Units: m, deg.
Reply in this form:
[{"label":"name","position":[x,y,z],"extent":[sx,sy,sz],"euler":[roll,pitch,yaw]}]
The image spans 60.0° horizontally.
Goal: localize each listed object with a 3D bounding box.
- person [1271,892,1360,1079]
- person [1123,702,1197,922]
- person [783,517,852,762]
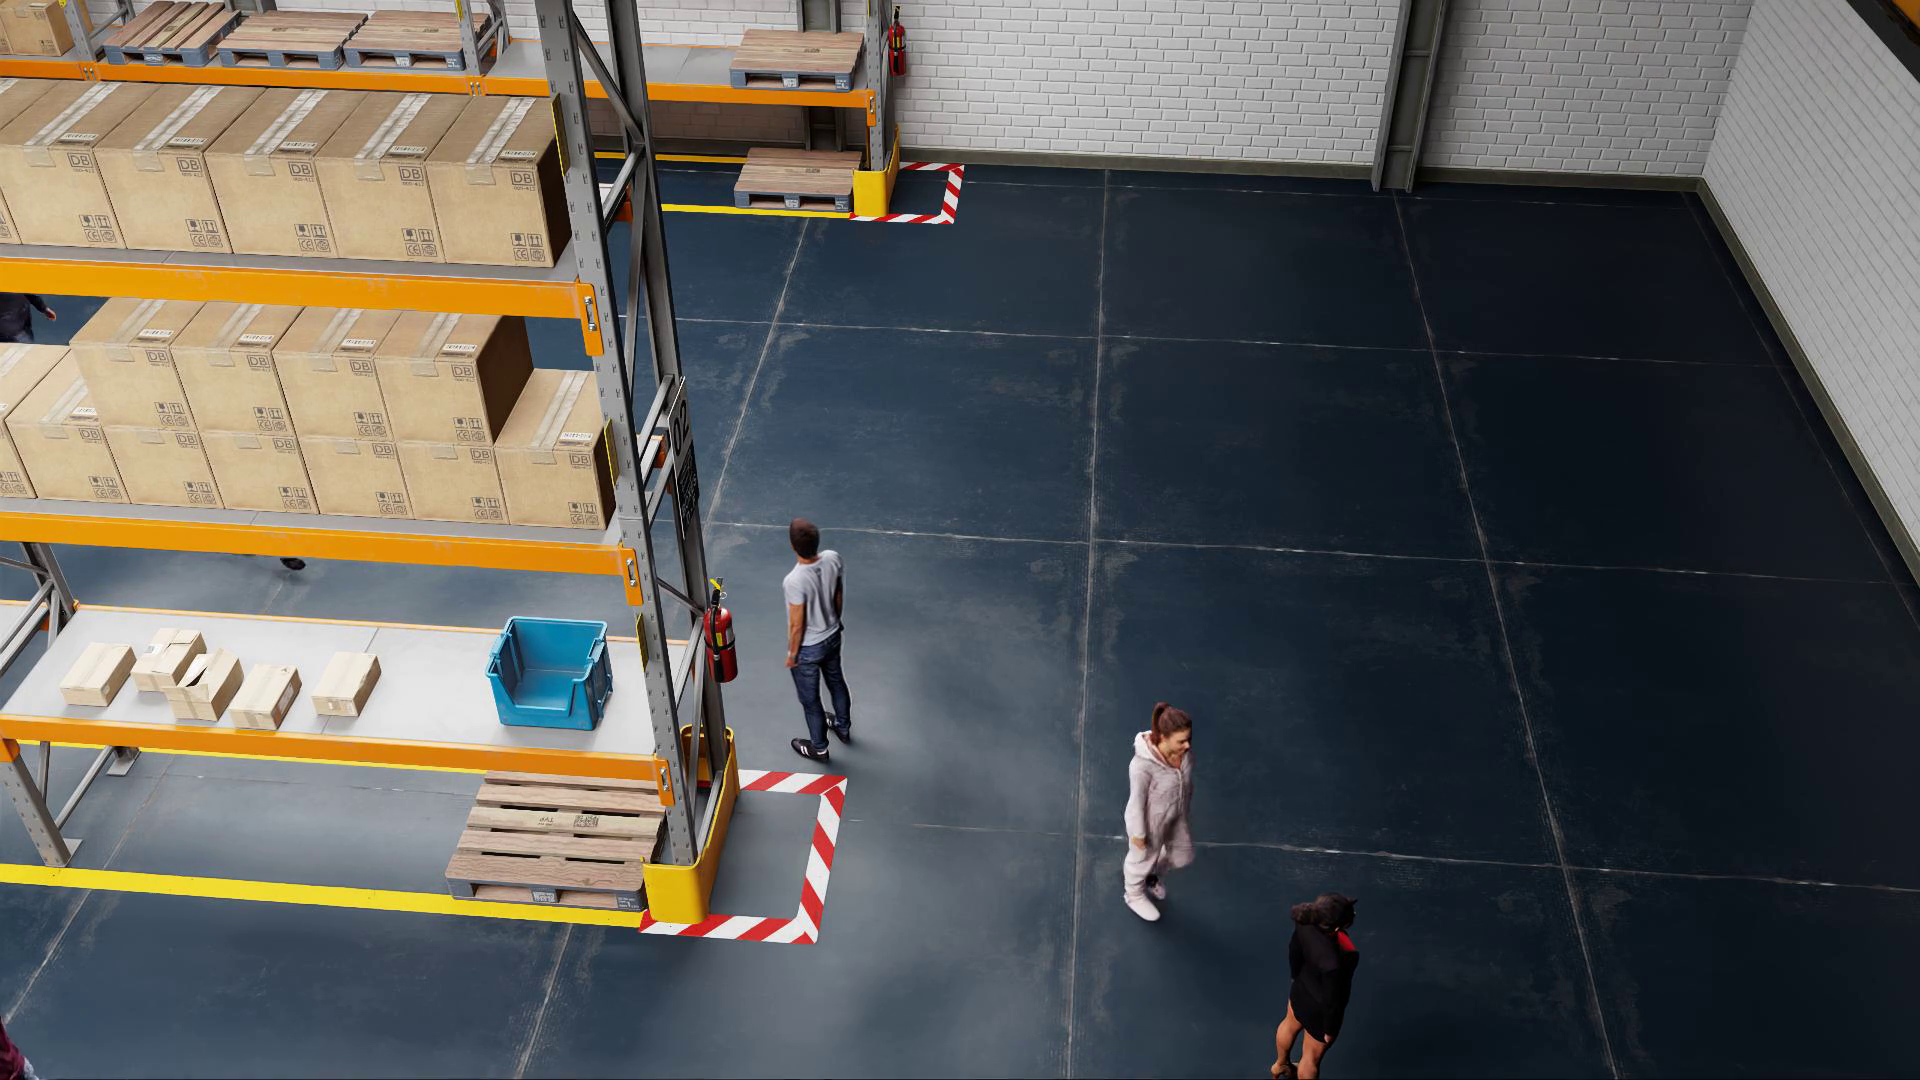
[{"label":"person","position":[1.828,2.373,8.543],"extent":[0.729,1.640,0.678],"euler":[-12,40,-14]},{"label":"person","position":[1.085,1.510,9.592],"extent":[0.749,1.679,0.809],"euler":[-28,46,-30]},{"label":"person","position":[-0.912,0.628,10.548],"extent":[0.730,1.865,0.718],"euler":[27,46,30]}]
